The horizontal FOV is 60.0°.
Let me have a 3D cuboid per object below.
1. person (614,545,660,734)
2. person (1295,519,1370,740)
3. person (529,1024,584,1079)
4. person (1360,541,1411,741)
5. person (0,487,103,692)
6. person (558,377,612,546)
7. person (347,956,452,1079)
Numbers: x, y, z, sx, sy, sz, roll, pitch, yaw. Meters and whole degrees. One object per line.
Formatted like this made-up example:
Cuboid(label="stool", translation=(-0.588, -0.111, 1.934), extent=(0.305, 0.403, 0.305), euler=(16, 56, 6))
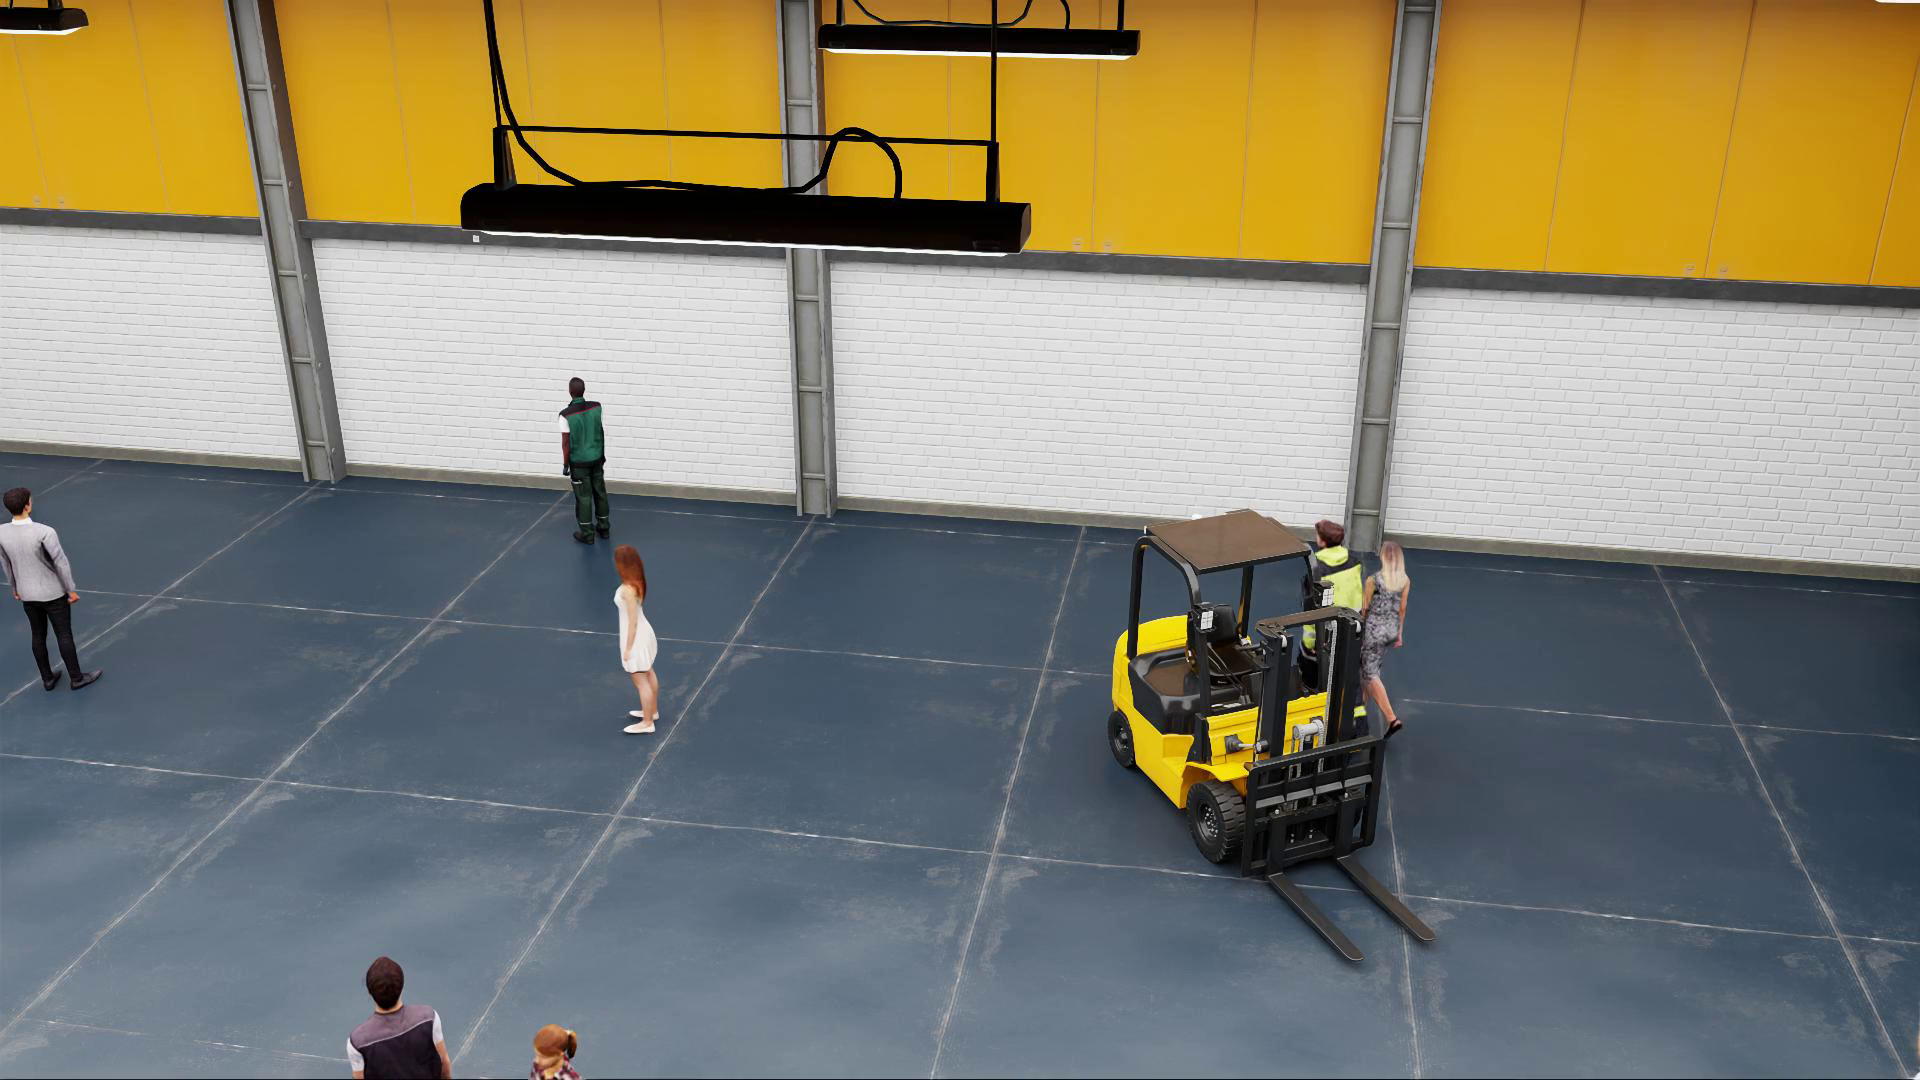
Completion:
Cuboid(label="person", translation=(-2.720, 0.821, 14.022), extent=(0.564, 1.706, 0.582), euler=(1, 24, 2))
Cuboid(label="person", translation=(3.134, 0.809, 13.778), extent=(1.346, 1.924, 1.269), euler=(-9, 25, -20))
Cuboid(label="person", translation=(-2.150, 3.177, 9.178), extent=(0.919, 1.269, 0.892), euler=(21, 31, 39))
Cuboid(label="person", translation=(3.563, 0.863, 13.967), extent=(1.110, 1.674, 1.013), euler=(-9, 25, -21))
Cuboid(label="person", translation=(-8.088, 0.435, 14.633), extent=(0.602, 1.923, 0.820), euler=(1, 24, 3))
Cuboid(label="person", translation=(-3.978, -0.849, 17.677), extent=(0.789, 1.839, 0.825), euler=(-20, 30, -38))
Cuboid(label="person", translation=(-2.940, 3.012, 8.832), extent=(0.740, 1.848, 0.809), euler=(-14, 27, -30))
